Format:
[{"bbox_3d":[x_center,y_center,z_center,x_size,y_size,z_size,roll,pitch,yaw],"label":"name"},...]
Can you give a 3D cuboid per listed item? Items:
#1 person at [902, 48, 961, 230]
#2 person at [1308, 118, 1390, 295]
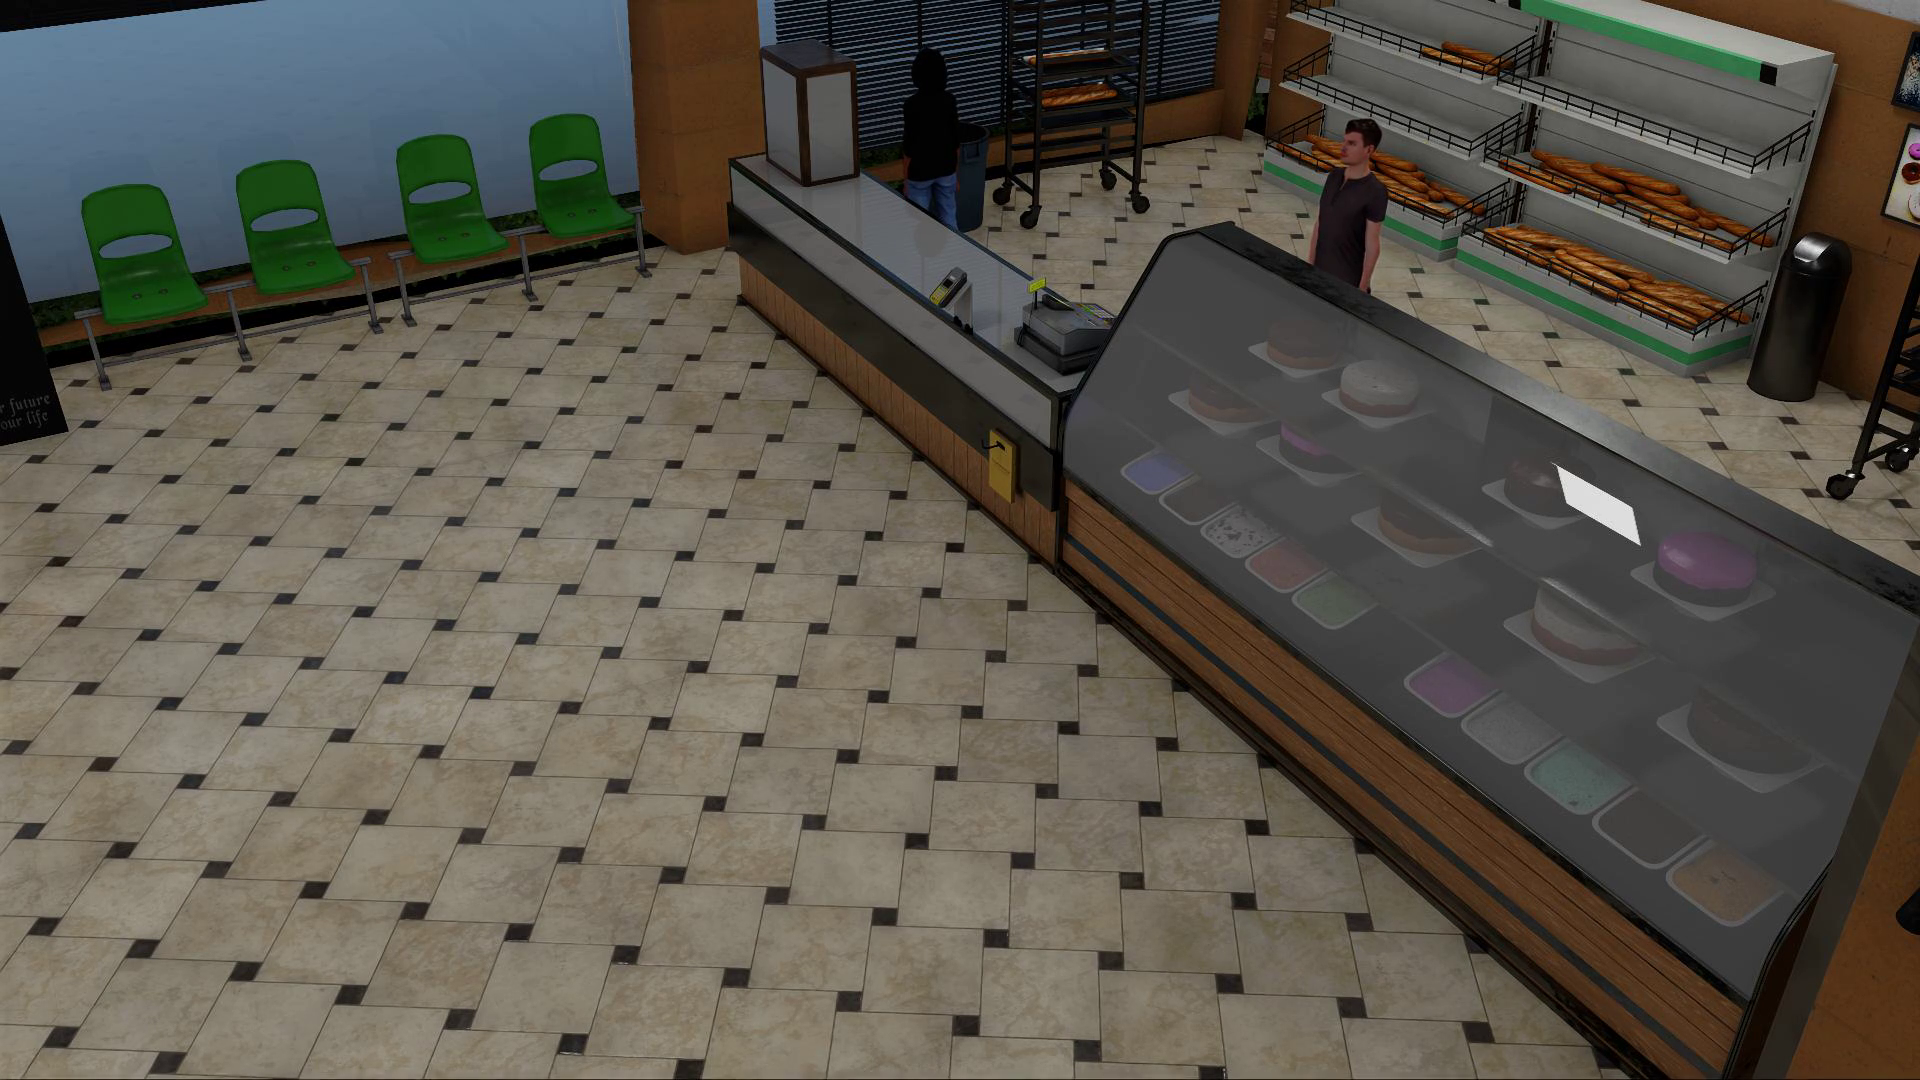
[{"bbox_3d":[-0.191,-2.395,10.985,0.521,1.701,0.662,-11,34,-17],"label":"person"},{"bbox_3d":[2.143,-1.459,9.336,0.524,1.854,0.633,-17,36,-25],"label":"person"}]
